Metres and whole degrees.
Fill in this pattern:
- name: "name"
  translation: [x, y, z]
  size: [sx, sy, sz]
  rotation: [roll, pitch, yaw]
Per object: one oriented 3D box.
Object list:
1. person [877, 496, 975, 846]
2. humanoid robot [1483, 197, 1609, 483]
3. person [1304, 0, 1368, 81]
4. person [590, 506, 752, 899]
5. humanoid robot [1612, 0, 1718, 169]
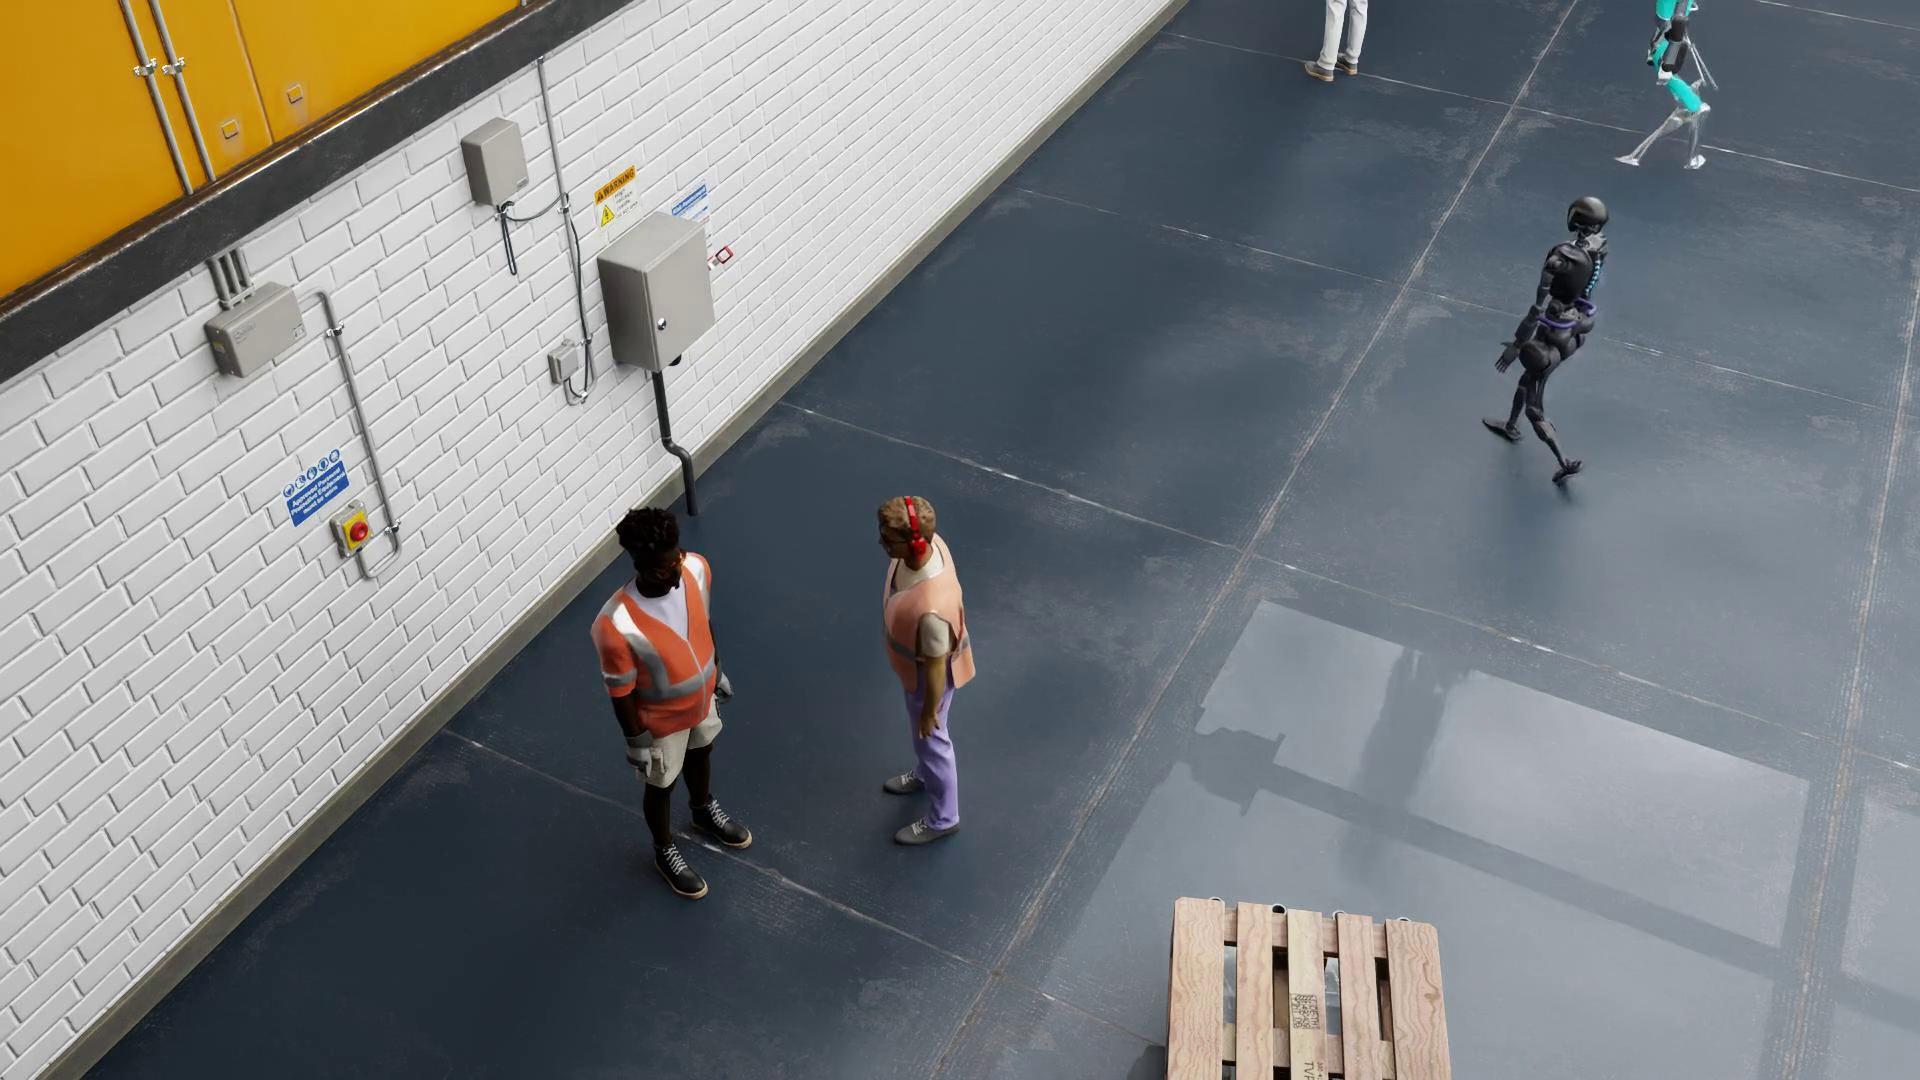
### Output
- name: "person"
  translation: [-0.138, 0.540, 7.013]
  size: [0.373, 1.837, 0.562]
  rotation: [-7, 41, -8]
- name: "humanoid robot"
  translation: [3.289, -1.106, 9.068]
  size: [0.590, 1.645, 0.685]
  rotation: [-27, 48, -28]
- name: "person"
  translation: [3.001, -4.470, 12.786]
  size: [0.573, 1.882, 0.356]
  rotation: [-19, 44, -20]
- name: "person"
  translation: [-1.162, 0.655, 6.780]
  size: [0.368, 1.966, 0.605]
  rotation: [23, 46, 24]
- name: "humanoid robot"
  translation: [5.212, -3.408, 11.715]
  size: [0.813, 1.821, 0.570]
  rotation: [5, 41, 5]
